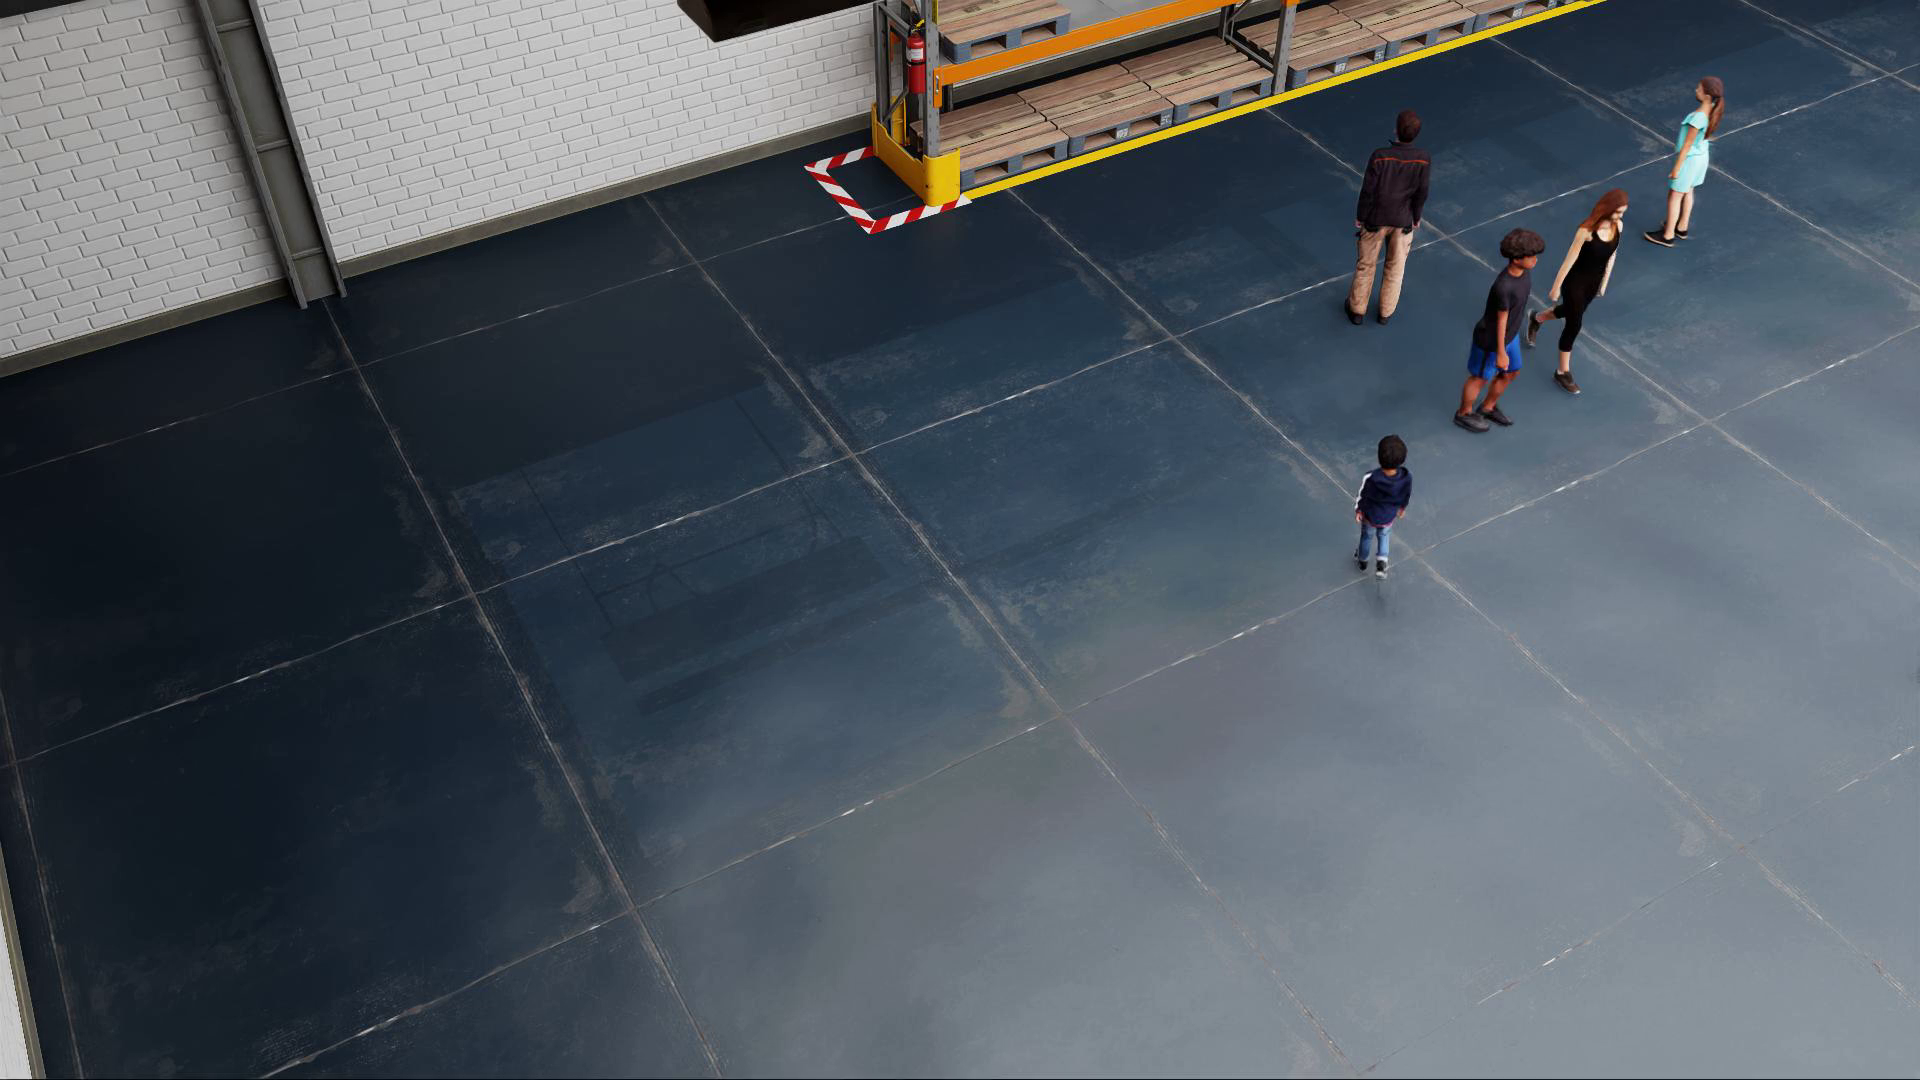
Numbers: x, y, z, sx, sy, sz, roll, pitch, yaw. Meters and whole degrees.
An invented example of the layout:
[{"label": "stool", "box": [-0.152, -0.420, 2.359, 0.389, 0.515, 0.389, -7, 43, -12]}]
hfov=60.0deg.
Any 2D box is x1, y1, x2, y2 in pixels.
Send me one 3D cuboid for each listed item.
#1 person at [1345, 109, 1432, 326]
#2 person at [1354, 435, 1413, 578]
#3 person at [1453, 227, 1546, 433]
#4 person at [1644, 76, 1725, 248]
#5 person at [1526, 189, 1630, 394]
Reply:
[{"label": "person", "box": [3.441, -2.577, 13.378, 0.746, 1.925, 0.851, 2, 44, 3]}, {"label": "person", "box": [2.894, -0.174, 11.402, 0.672, 1.171, 0.717, -2, 44, -2]}, {"label": "person", "box": [3.930, -1.560, 12.412, 0.771, 1.785, 0.690, 29, 51, 27]}, {"label": "person", "box": [6.324, -3.286, 14.391, 0.513, 1.554, 0.644, -31, 52, -28]}, {"label": "person", "box": [4.803, -2.048, 12.993, 1.046, 1.690, 0.745, -15, 46, -15]}]
